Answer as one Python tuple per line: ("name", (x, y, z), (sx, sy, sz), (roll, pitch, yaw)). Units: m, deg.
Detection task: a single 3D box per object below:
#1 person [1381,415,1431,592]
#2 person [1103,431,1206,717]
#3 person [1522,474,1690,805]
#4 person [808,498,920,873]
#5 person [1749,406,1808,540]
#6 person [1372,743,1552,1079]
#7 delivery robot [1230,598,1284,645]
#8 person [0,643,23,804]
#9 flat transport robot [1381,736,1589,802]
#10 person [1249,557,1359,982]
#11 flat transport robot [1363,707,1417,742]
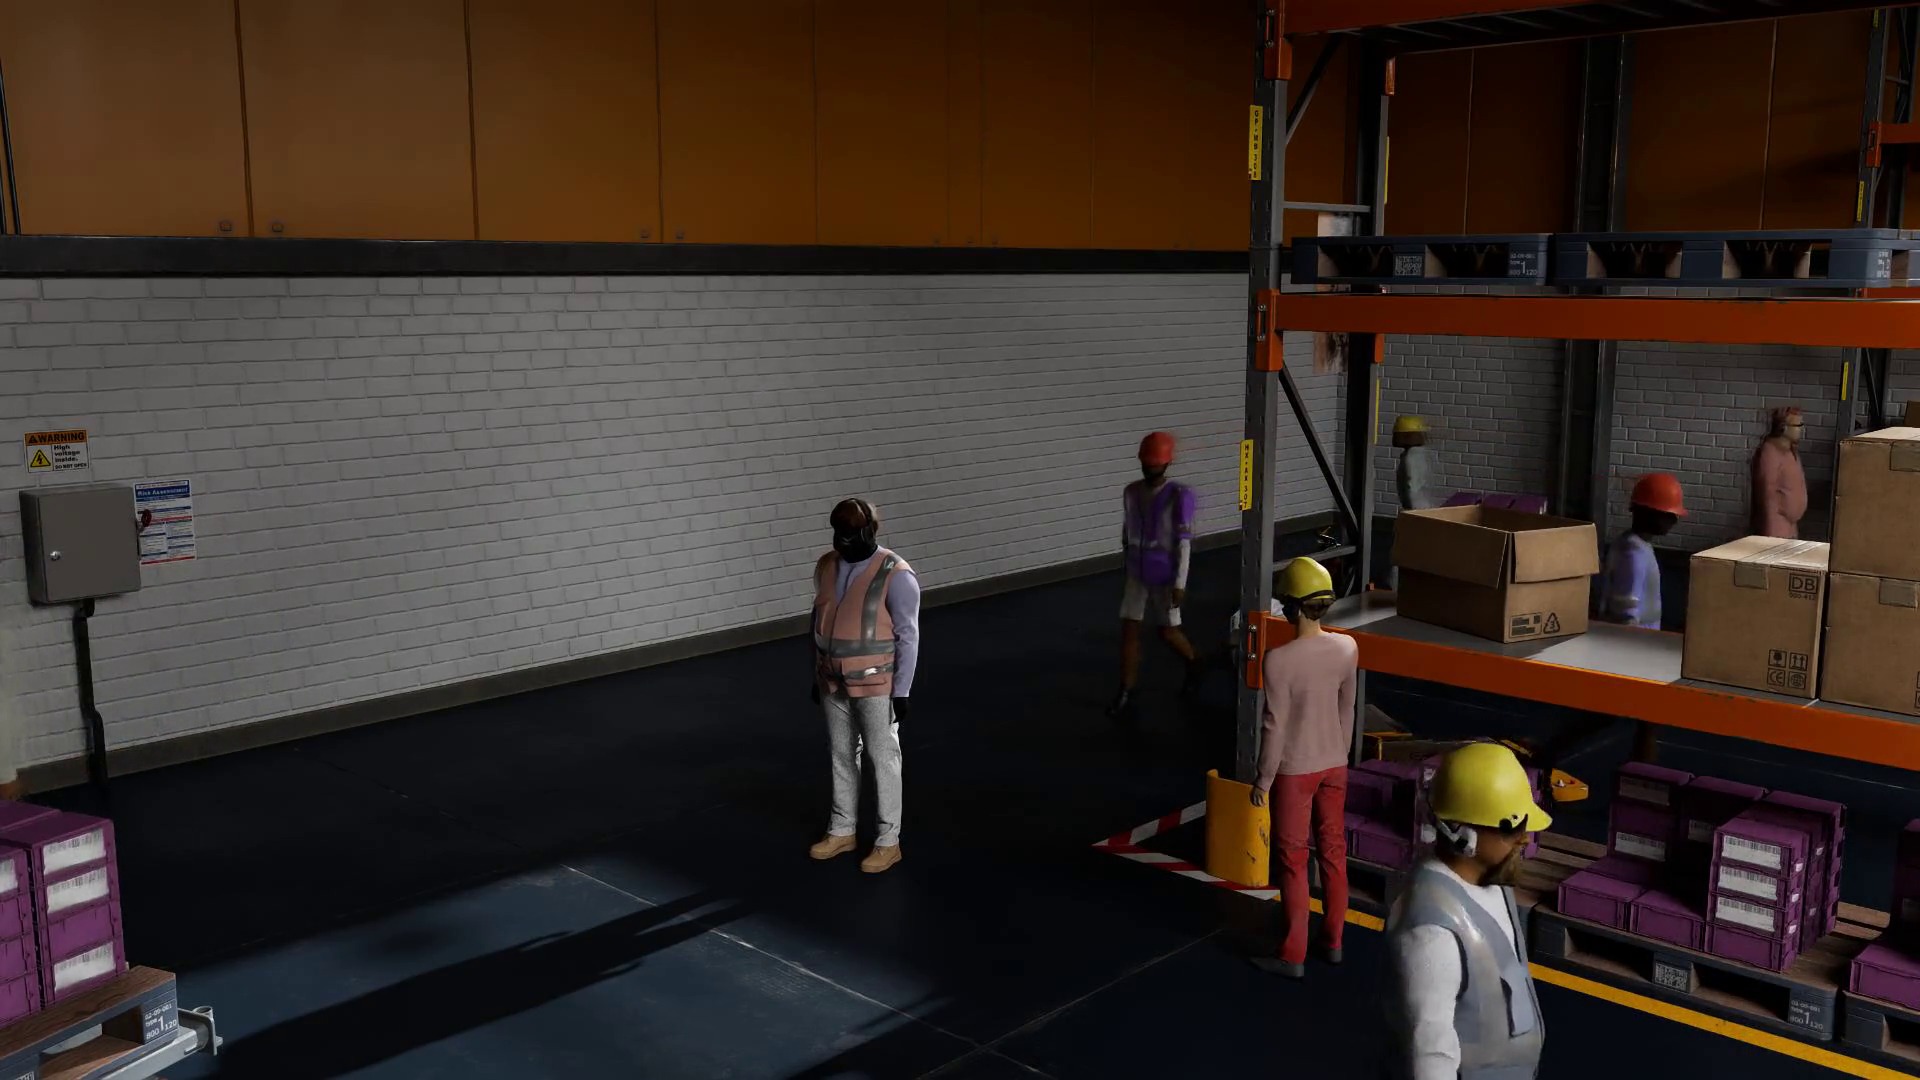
("person", (3.990, -0.226, 14.372), (0.818, 1.698, 0.504), (6, 11, 32))
("person", (1.334, 0.210, 11.083), (0.559, 1.910, 0.828), (8, 12, 39))
("person", (3.450, 0.572, 8.840), (0.864, 1.895, 0.610), (4, 10, 21))
("person", (-0.503, 0.707, 8.188), (0.633, 1.841, 0.429), (7, 12, 36))
("person", (6.373, -0.115, 13.070), (0.550, 1.890, 0.652), (8, 12, 40))
("person", (1.224, 1.375, 4.163), (0.443, 1.813, 0.609), (5, 10, 28))
("delivery robot", (2.257, 0.603, 12.457), (0.477, 0.478, 0.707), (4, 10, 21))
("person", (-4.191, 0.913, 6.814), (0.639, 1.886, 1.035), (7, 11, 36))
("flat transport robot", (2.698, 1.304, 9.330), (1.431, 0.197, 0.652), (-2, 9, -10))
("person", (1.426, 0.949, 6.933), (0.523, 1.769, 0.317), (-6, 11, -33))
("flat transport robot", (2.274, 1.144, 10.310), (0.652, 0.197, 1.431), (-1, 9, -6))
